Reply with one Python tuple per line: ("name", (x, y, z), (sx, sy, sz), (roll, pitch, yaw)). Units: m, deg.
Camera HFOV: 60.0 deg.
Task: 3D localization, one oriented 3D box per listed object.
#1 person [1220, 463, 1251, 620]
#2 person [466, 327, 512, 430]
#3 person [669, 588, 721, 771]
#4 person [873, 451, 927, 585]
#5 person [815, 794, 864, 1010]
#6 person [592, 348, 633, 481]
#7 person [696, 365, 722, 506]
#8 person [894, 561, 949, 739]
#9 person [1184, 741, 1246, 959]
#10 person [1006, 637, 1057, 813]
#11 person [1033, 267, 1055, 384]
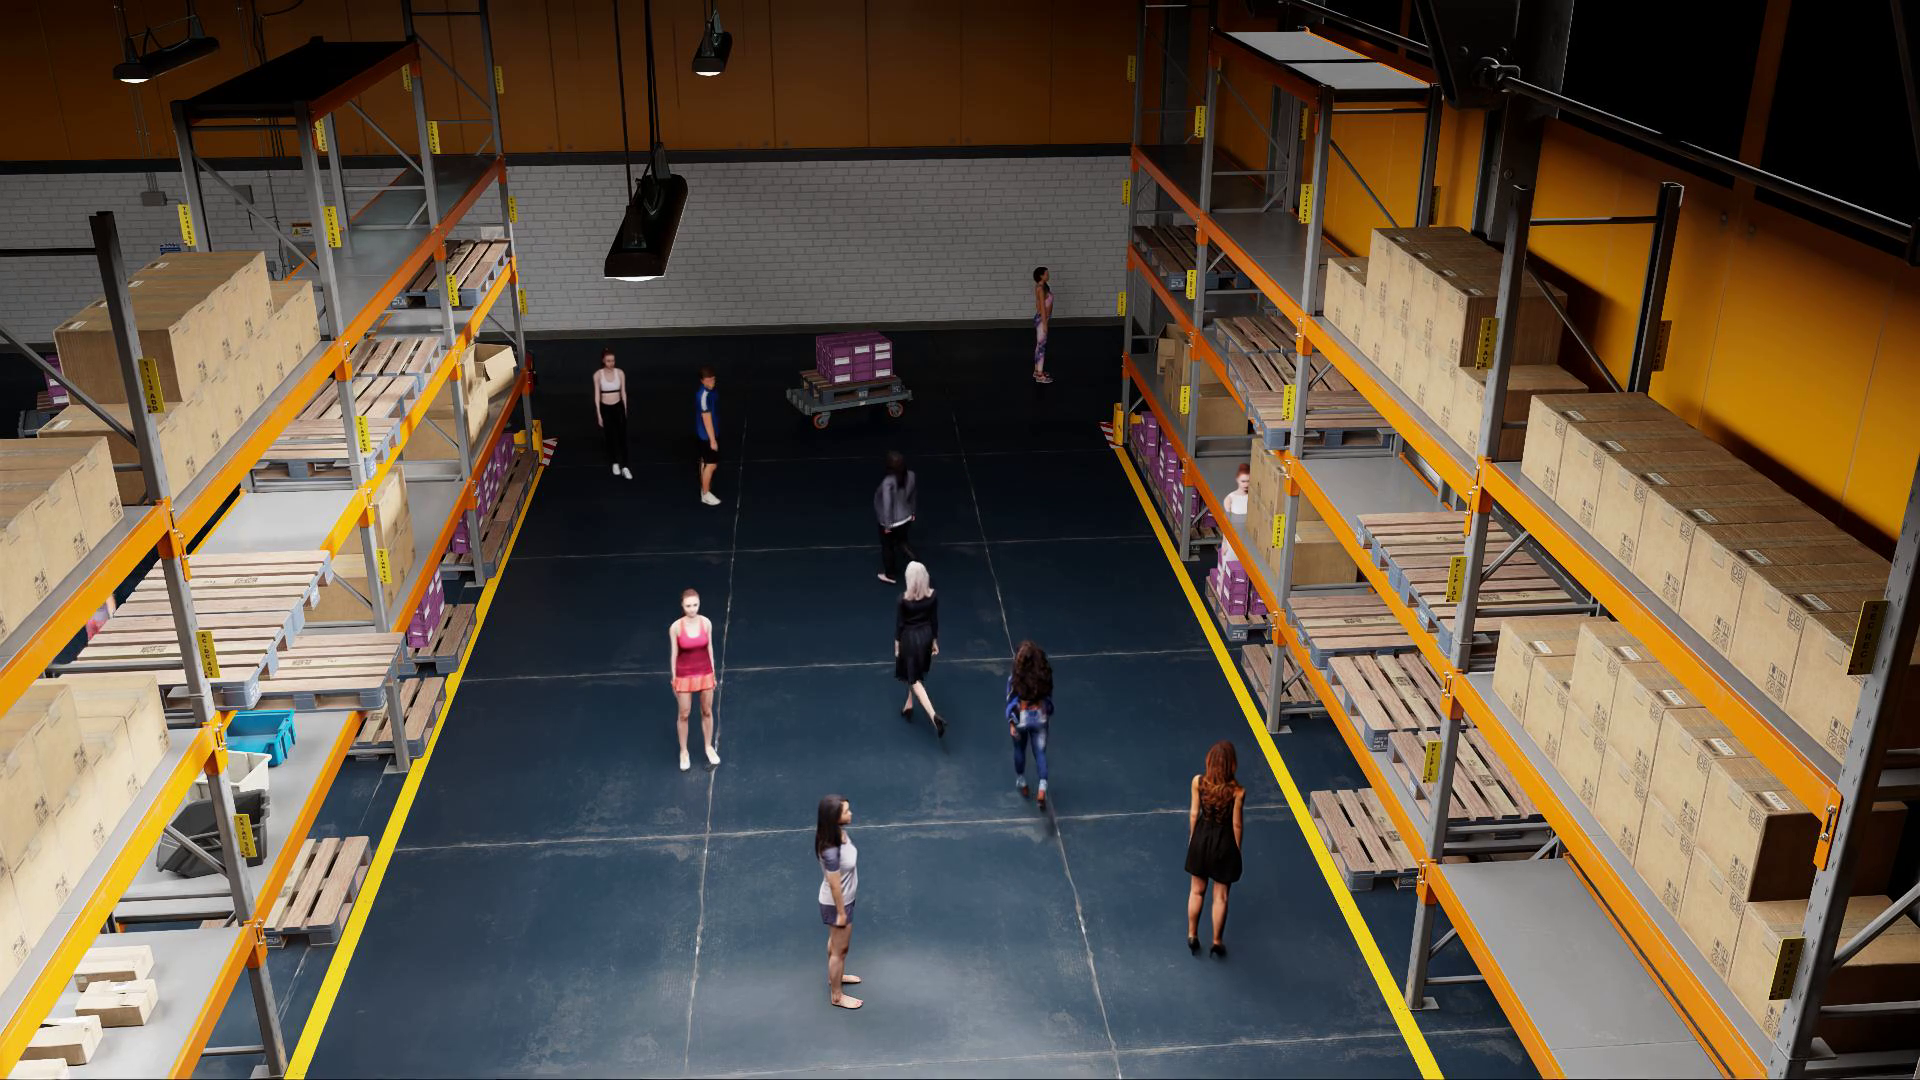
("person", (2.969, 0.025, 17.717), (0.573, 1.791, 0.525), (-4, 24, -9))
("person", (-6.749, -2.116, 22.789), (1.075, 1.651, 1.138), (-18, 29, -35))
("person", (-2.397, 1.231, 15.008), (0.617, 1.751, 0.606), (-9, 25, -20))
("person", (-0.665, -0.219, 18.536), (0.987, 1.583, 0.933), (17, 29, 34))
("person", (-0.878, 2.571, 11.998), (0.652, 1.707, 0.466), (-1, 24, -3))
("person", (-4.568, -1.675, 21.687), (0.700, 1.725, 0.852), (-8, 25, -18))
("person", (-3.175, -1.362, 20.839), (0.946, 1.833, 0.455), (-7, 25, -16))
("person", (-0.378, 1.048, 15.469), (0.901, 1.719, 1.159), (-13, 27, -28))
("person", (1.891, 2.319, 12.415), (0.653, 1.835, 0.667), (10, 25, 21))
("person", (0.633, 1.611, 14.338), (0.646, 1.592, 0.977), (-4, 24, -10))
("person", (1.254, -3.303, 25.360), (0.643, 1.767, 0.467), (-2, 24, -4))
